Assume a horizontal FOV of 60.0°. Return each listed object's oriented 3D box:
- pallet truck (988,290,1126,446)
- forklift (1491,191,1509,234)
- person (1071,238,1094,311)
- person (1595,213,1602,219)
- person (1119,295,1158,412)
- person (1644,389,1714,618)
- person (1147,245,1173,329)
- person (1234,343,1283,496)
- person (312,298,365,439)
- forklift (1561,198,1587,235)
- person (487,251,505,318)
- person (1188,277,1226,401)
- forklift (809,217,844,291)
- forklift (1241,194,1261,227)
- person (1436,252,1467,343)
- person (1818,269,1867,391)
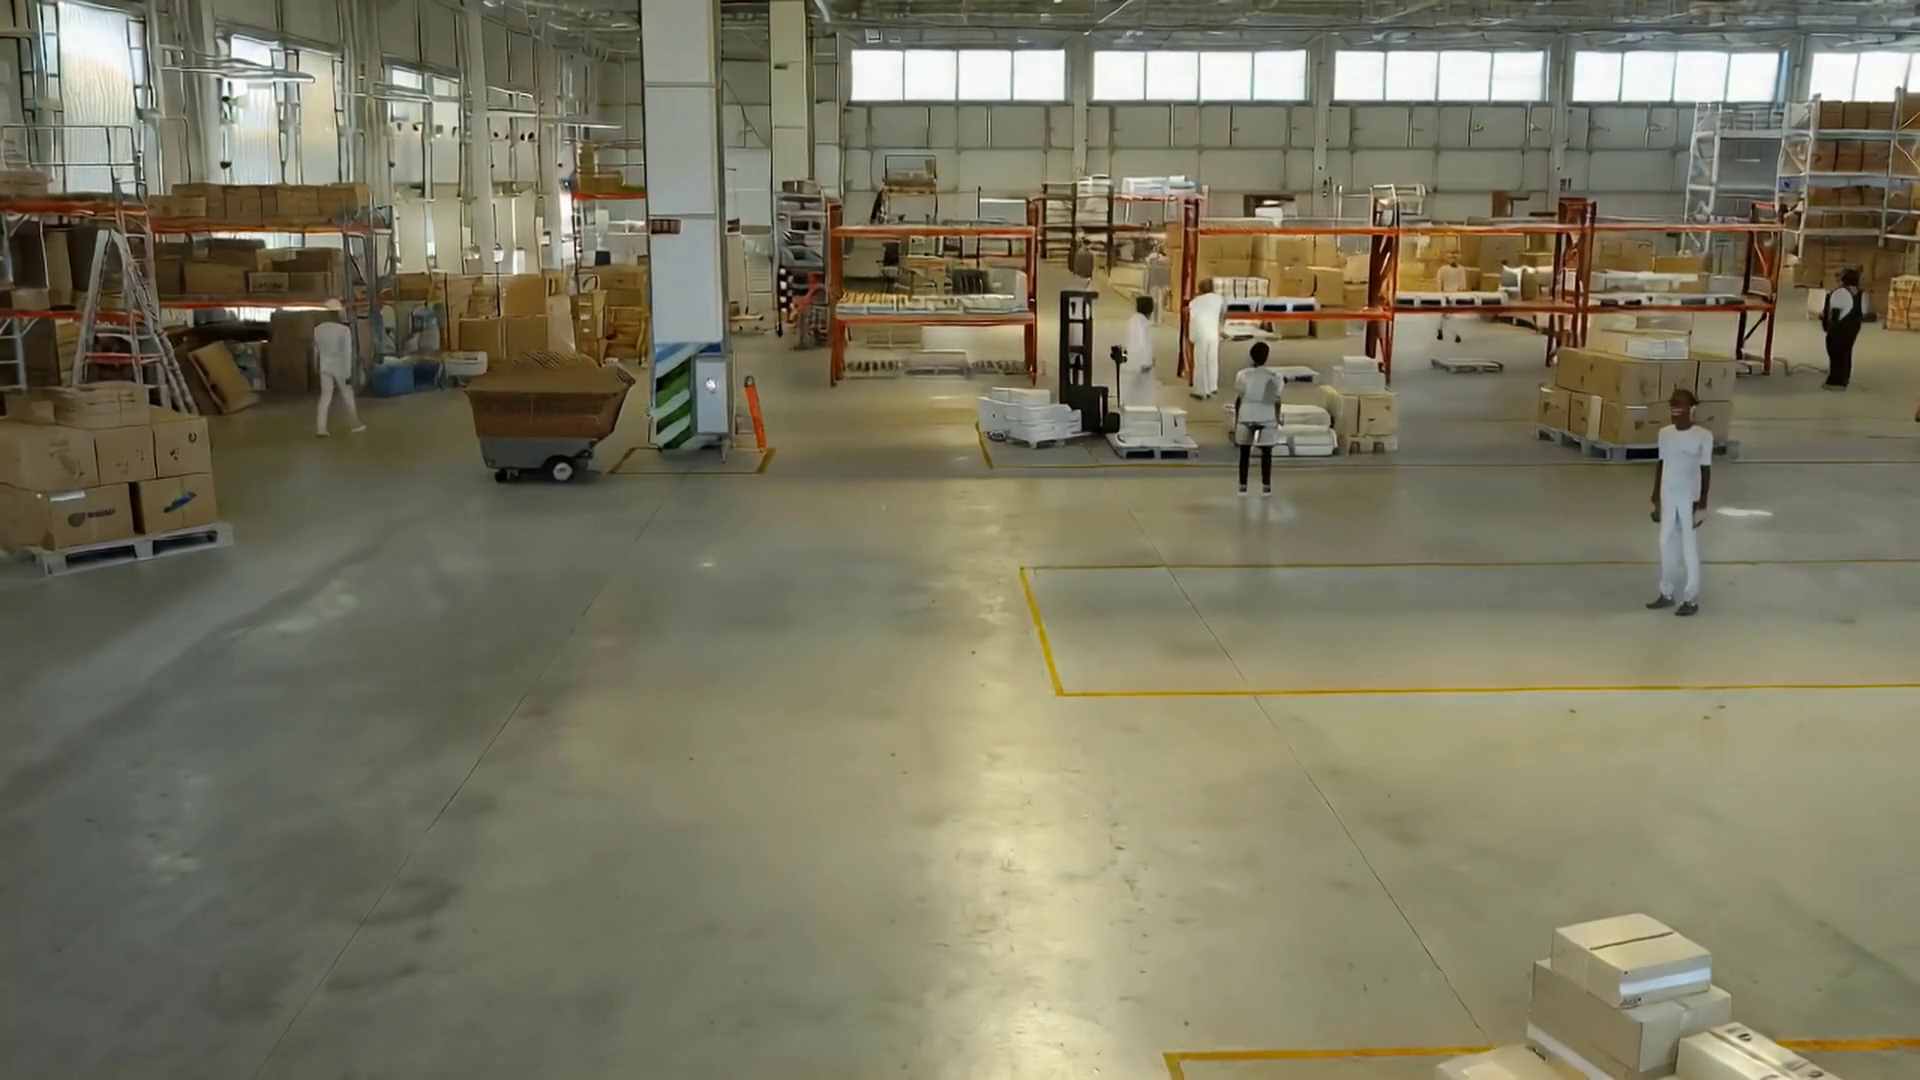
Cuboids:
[{"bbox_3d":[1.257,-2.299,22.111,1.885,1.965,0.823,-9,15,-35],"label":"pallet truck"},{"bbox_3d":[20.332,-11.776,62.891,1.873,2.768,1.129,0,12,-2],"label":"forklift"},{"bbox_3d":[3.150,-6.793,42.650,0.625,1.885,0.610,7,14,30],"label":"person"},{"bbox_3d":[26.107,-12.510,68.496,0.373,1.917,0.729,-1,13,-4],"label":"person"},{"bbox_3d":[2.555,-2.580,23.773,0.539,1.826,0.641,-5,13,-20],"label":"person"},{"bbox_3d":[5.811,-0.296,13.428,0.355,1.853,0.521,-8,15,-31],"label":"person"},{"bbox_3d":[4.546,-5.736,37.805,0.633,1.915,0.598,-1,13,-3],"label":"person"},{"bbox_3d":[3.306,-1.338,18.452,0.539,1.700,0.317,5,13,21],"label":"person"},{"bbox_3d":[-8.469,-2.320,22.480,0.598,1.886,0.964,3,13,13],"label":"person"},{"bbox_3d":[17.204,-8.212,46.797,1.873,2.768,1.129,0,12,-2],"label":"forklift"},{"bbox_3d":[-11.430,-6.266,40.858,0.517,1.633,0.314,12,17,42],"label":"person"},{"bbox_3d":[3.860,-3.159,26.135,0.629,1.937,0.379,-5,14,-22],"label":"person"},{"bbox_3d":[-4.375,-8.619,48.637,1.873,2.768,1.129,0,12,-2],"label":"forklift"},{"bbox_3d":[9.557,-9.996,54.854,1.873,2.768,1.129,-3,13,-11],"label":"forklift"},{"bbox_3d":[10.382,-5.140,35.210,0.636,1.894,1.032,0,12,0],"label":"person"},{"bbox_3d":[14.431,-3.479,27.341,0.860,2.000,0.535,-6,14,-25],"label":"person"}]
